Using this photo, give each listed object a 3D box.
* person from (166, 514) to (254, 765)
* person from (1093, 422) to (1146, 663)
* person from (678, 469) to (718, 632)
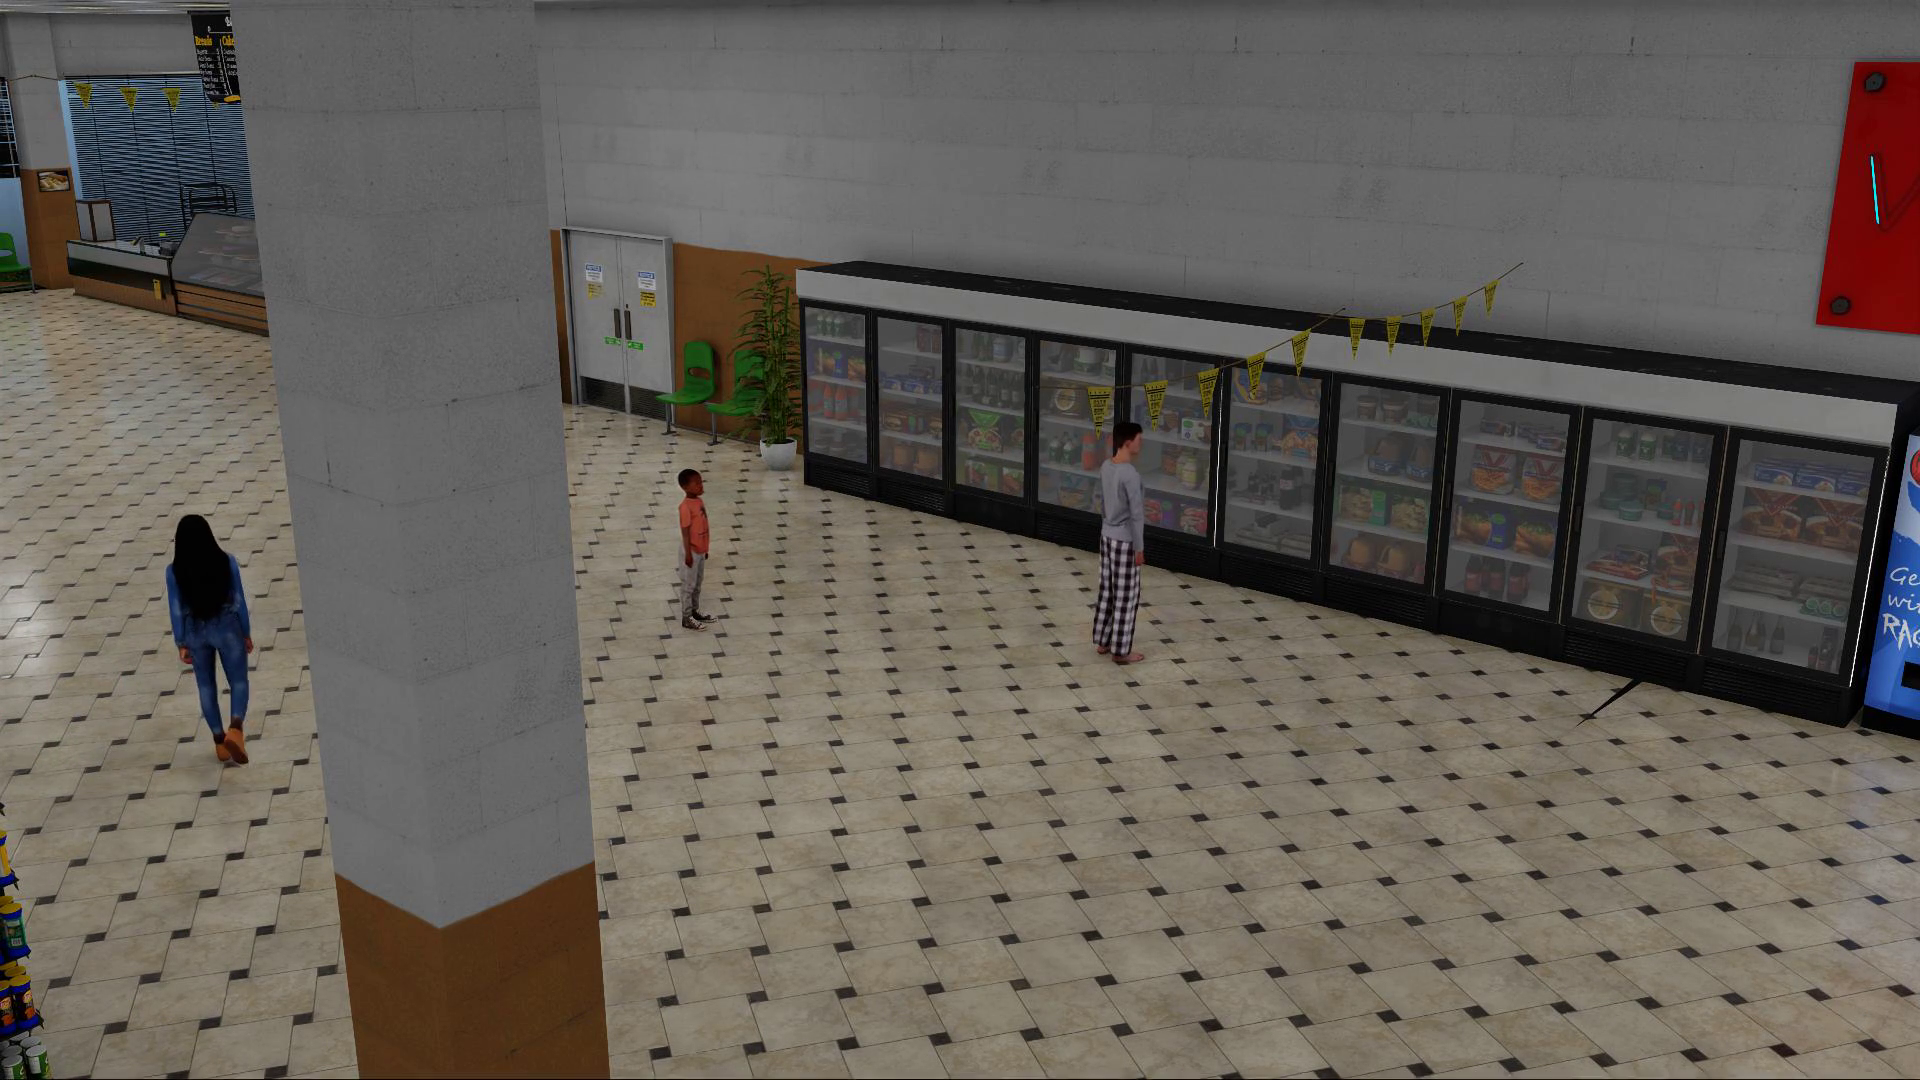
[{"bbox_3d":[-4.794,0.682,10.702,0.978,1.693,0.938,-7,18,-21],"label":"person"},{"bbox_3d":[1.222,0.007,12.662,0.683,1.847,0.702,-8,19,-26],"label":"person"},{"bbox_3d":[-2.155,0.061,13.406,0.610,1.310,0.504,5,18,16],"label":"person"}]
